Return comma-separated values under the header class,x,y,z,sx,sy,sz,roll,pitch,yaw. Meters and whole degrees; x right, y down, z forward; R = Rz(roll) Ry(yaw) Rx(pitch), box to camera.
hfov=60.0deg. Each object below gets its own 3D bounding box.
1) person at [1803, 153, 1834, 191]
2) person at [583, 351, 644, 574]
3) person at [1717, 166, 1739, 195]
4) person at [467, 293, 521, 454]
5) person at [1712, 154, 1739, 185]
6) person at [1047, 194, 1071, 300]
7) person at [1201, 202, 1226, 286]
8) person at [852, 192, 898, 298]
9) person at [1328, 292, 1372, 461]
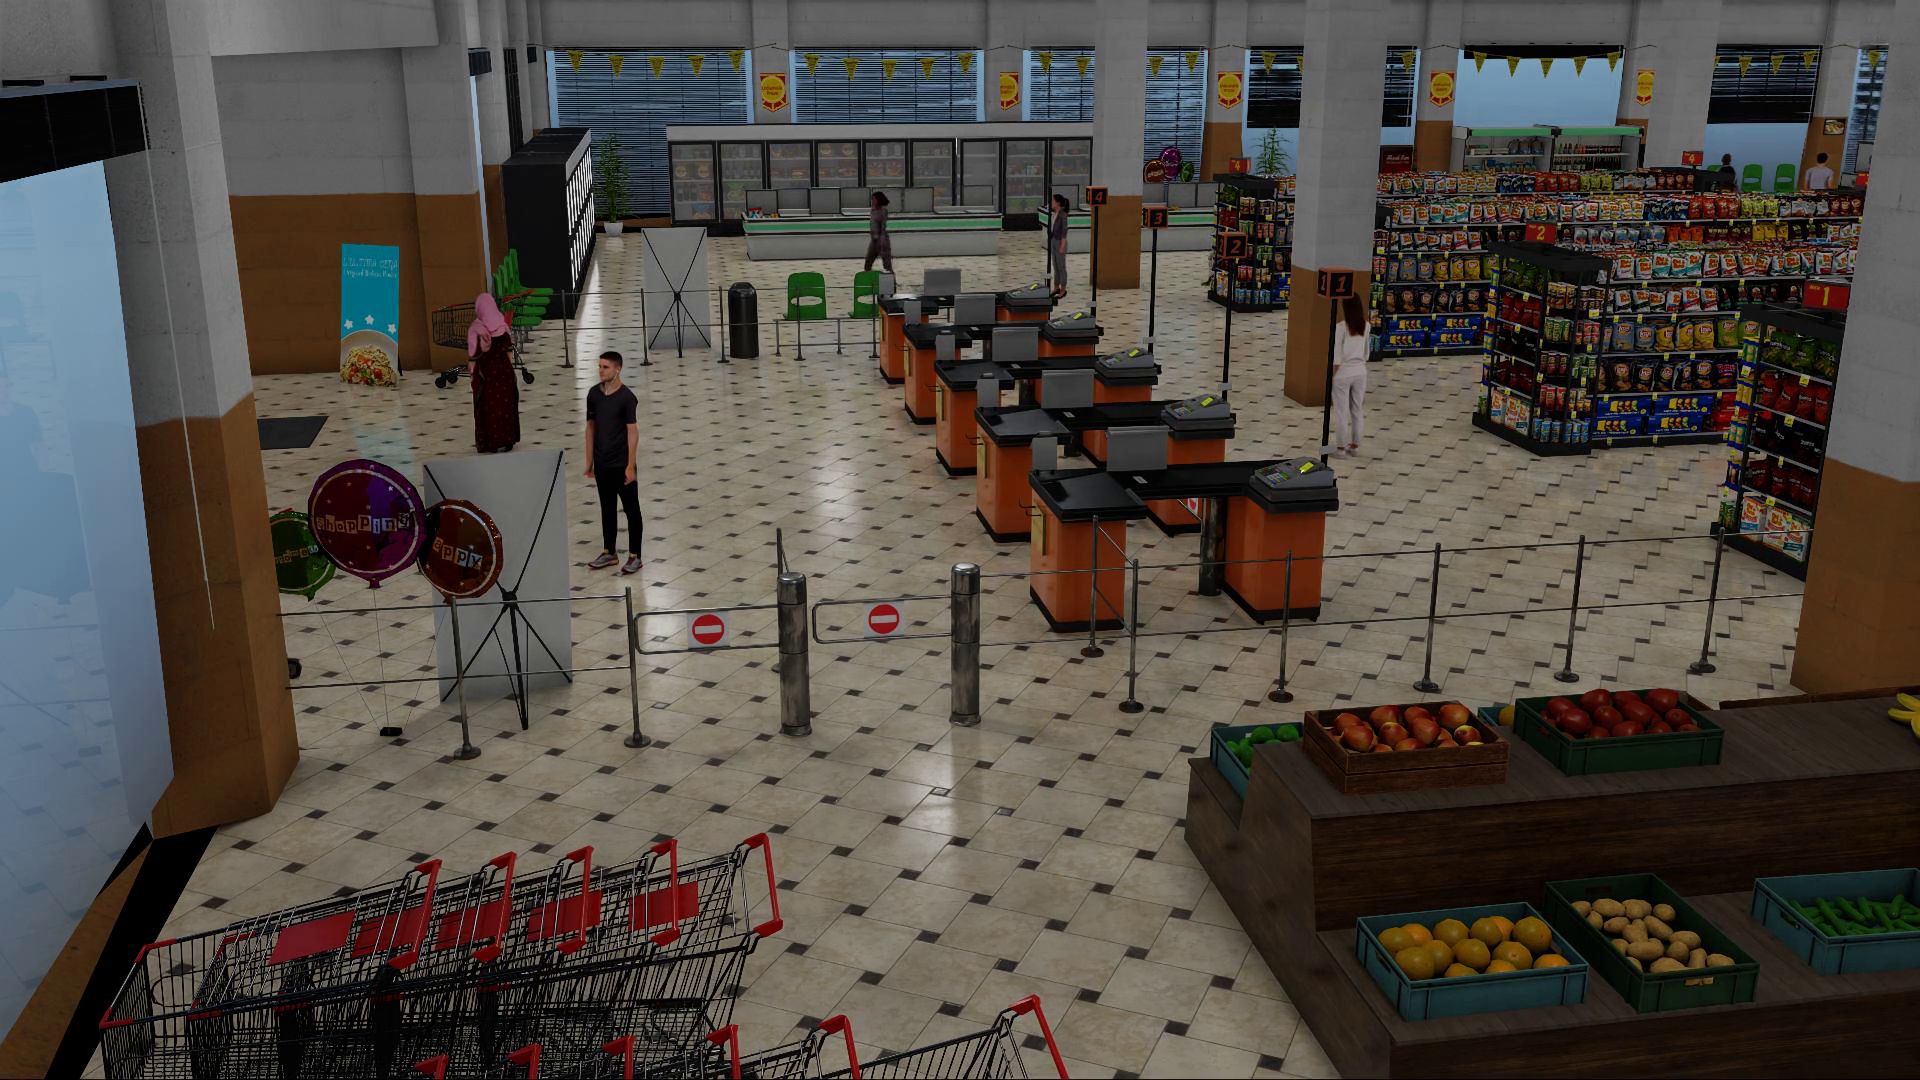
class,x,y,z,sx,sy,sz,roll,pitch,yaw
person,17.247,-6.862,33.559,0.693,1.863,0.799,7,18,22
person,-2.731,-0.625,13.187,0.679,1.764,0.778,8,18,24
person,14.257,-6.073,31.140,1.099,1.759,1.056,7,18,21
person,-4.774,-1.711,16.985,0.696,1.638,0.816,-12,21,-34
person,15.521,-6.943,33.883,0.632,1.830,0.788,4,17,12
person,1.615,-4.770,26.987,0.623,1.678,0.651,-6,18,-19
person,4.462,-5.038,28.300,0.966,1.429,0.714,-9,19,-27
person,-1.221,-4.756,26.950,1.170,1.673,0.975,-15,23,-41
person,3.918,-1.660,16.729,0.564,1.689,0.710,-8,19,-24
